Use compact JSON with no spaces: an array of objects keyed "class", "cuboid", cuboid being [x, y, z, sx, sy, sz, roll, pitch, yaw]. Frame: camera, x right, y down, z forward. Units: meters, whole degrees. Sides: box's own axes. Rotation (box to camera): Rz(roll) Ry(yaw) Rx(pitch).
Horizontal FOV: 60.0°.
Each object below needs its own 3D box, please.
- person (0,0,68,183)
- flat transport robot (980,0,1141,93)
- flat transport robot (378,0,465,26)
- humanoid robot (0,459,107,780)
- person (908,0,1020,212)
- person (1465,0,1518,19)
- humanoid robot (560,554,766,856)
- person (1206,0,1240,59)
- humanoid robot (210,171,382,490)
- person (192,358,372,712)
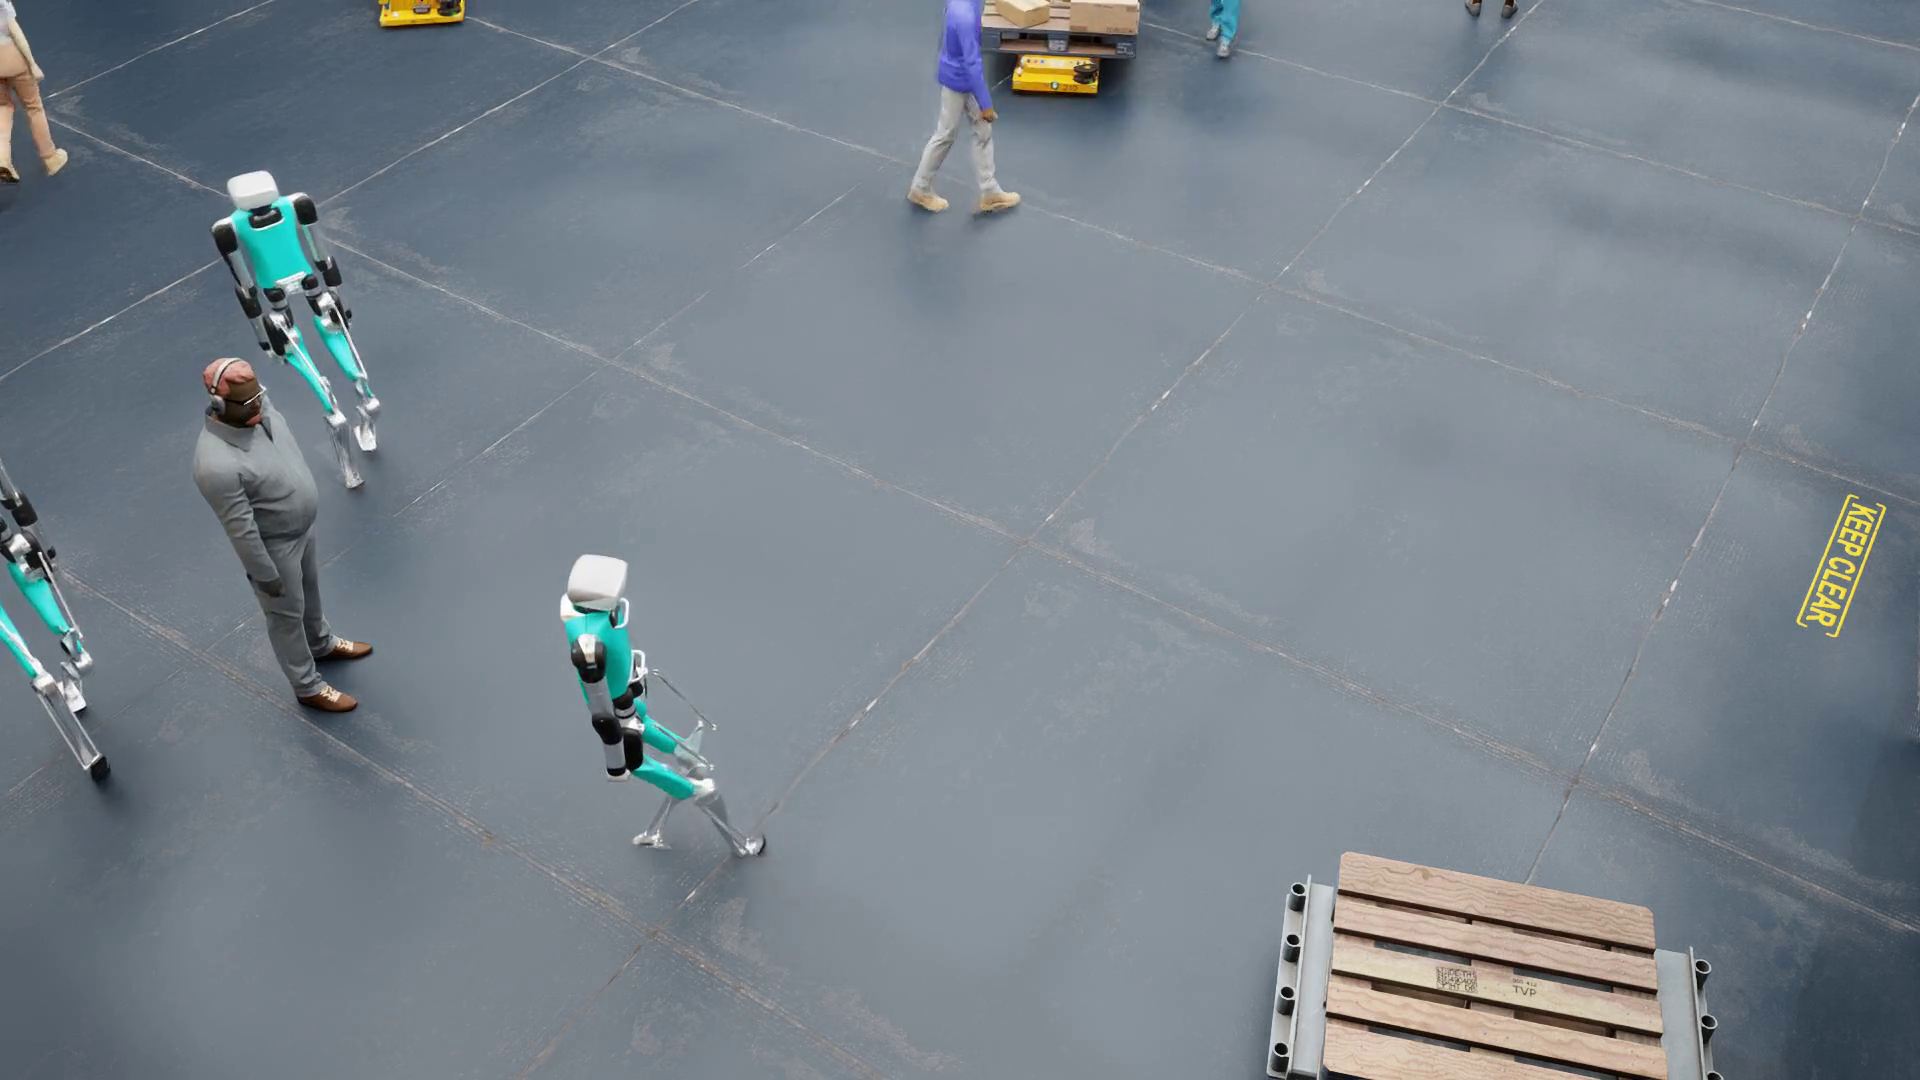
[{"class":"person","cuboid":[-6.534,-3.221,11.286,0.487,1.730,0.573,-1,42,-1]},{"class":"flat transport robot","cuboid":[0.801,-3.963,13.214,0.659,0.231,1.431,4,42,5]},{"class":"flat transport robot","cuboid":[-4.517,-4.743,14.087,0.659,0.231,1.431,-6,42,-7]},{"class":"humanoid robot","cuboid":[-4.178,0.302,7.382,0.559,1.834,0.885,-33,51,-32]},{"class":"person","cuboid":[-0.011,-3.012,10.977,0.787,1.820,0.576,5,42,6]},{"class":"person","cuboid":[4.422,-5.129,13.266,0.564,1.938,0.427,9,43,10]},{"class":"humanoid robot","cuboid":[-1.147,0.778,6.884,0.793,1.873,0.559,-3,42,-4]},{"class":"person","cuboid":[2.049,-4.648,12.818,0.577,1.818,0.800,16,44,17]},{"class":"humanoid robot","cuboid":[-3.405,-1.015,8.837,0.554,1.823,0.810,-27,48,-27]},{"class":"person","cuboid":[-3.087,-0.030,7.590,0.406,1.904,0.637,-1,42,-1]}]
